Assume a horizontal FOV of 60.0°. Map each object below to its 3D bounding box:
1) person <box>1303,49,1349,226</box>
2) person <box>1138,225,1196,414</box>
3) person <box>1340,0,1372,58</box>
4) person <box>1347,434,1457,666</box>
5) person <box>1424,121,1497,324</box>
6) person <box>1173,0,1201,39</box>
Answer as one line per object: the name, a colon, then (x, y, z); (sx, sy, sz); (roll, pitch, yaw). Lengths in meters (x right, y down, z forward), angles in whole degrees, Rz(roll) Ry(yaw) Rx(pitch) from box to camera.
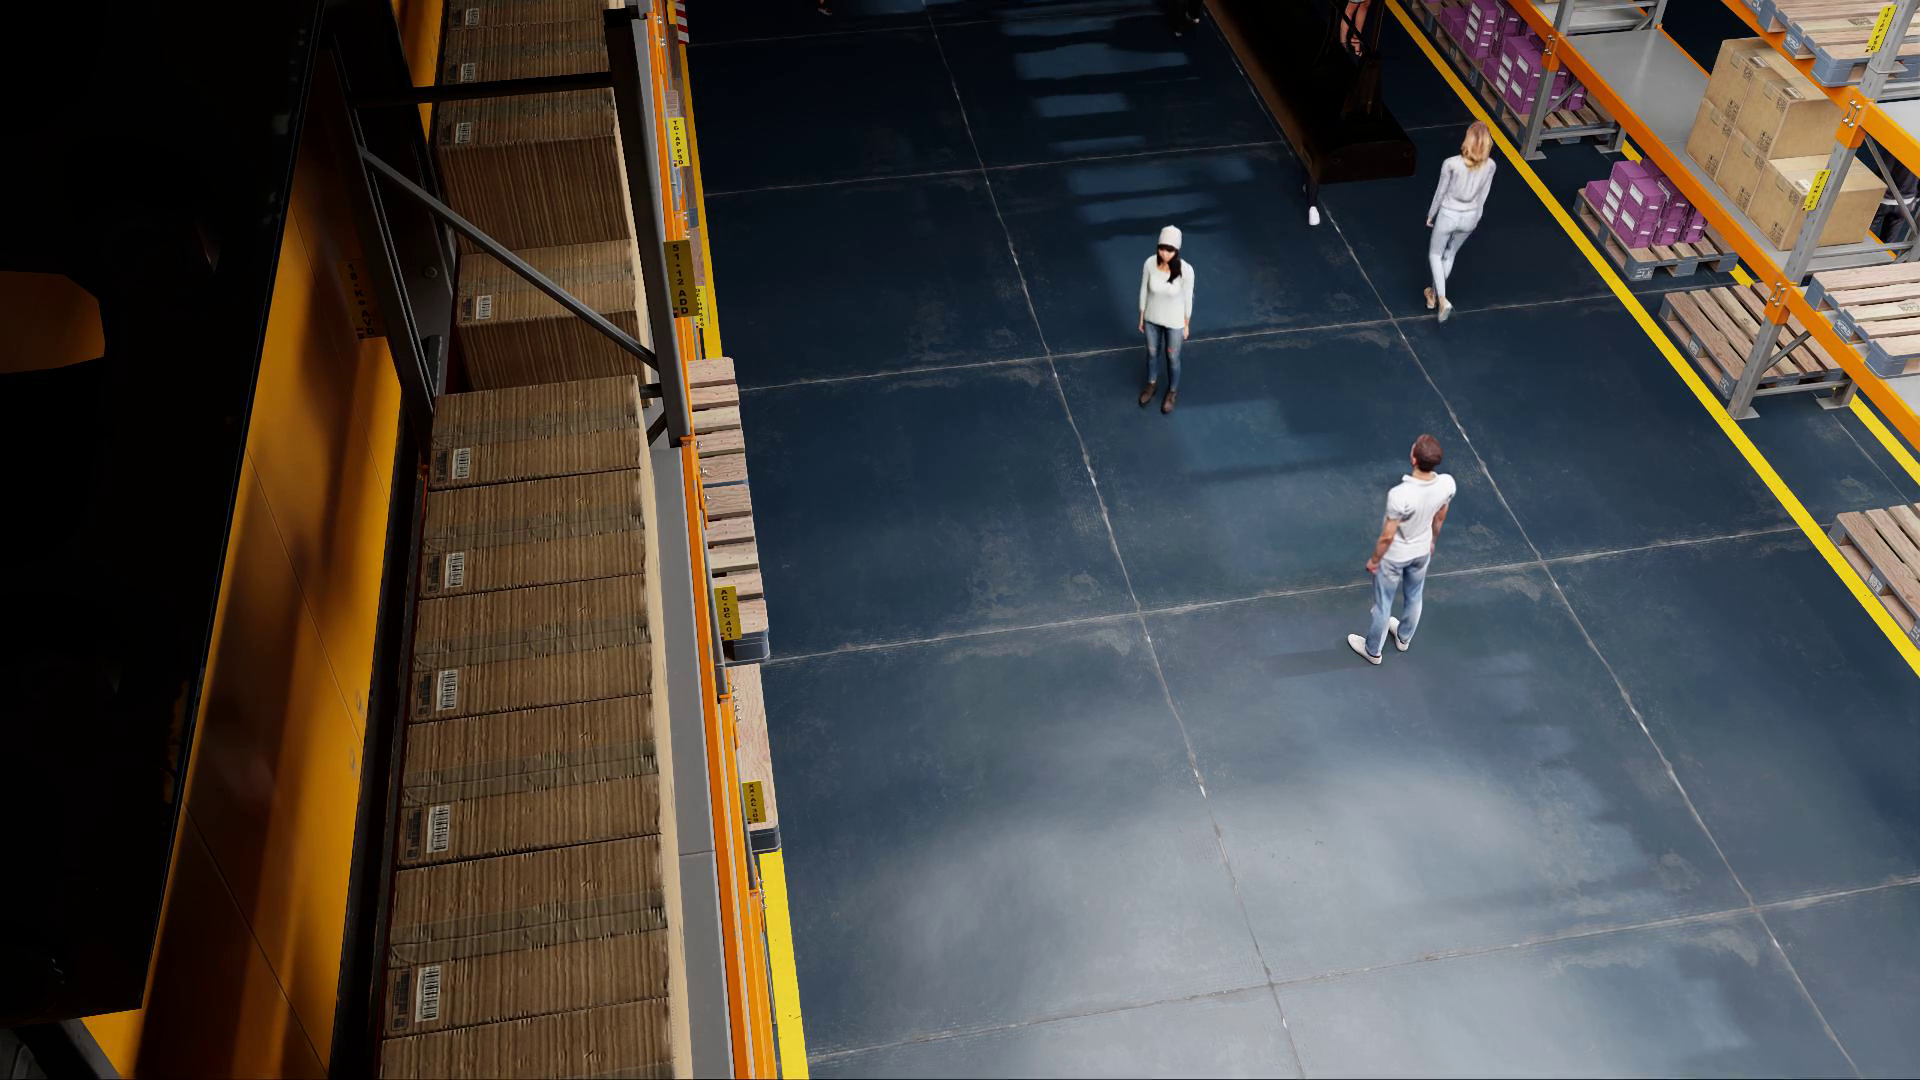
person: (3.281, -3.723, 14.962); (0.695, 1.603, 1.062); (-2, 44, -2)
person: (1.589, -1.720, 12.831); (0.644, 1.642, 0.663); (16, 46, 16)
person: (4.139, -5.781, 16.963); (0.669, 1.822, 0.657); (-25, 49, -24)
person: (2.892, 0.071, 10.799); (0.698, 1.851, 0.625); (-17, 46, -17)
person: (4.069, -2.562, 13.615); (0.736, 1.779, 1.000); (0, 44, -1)
person: (2.420, -6.048, 17.425); (0.742, 1.573, 0.778); (-10, 45, -11)
